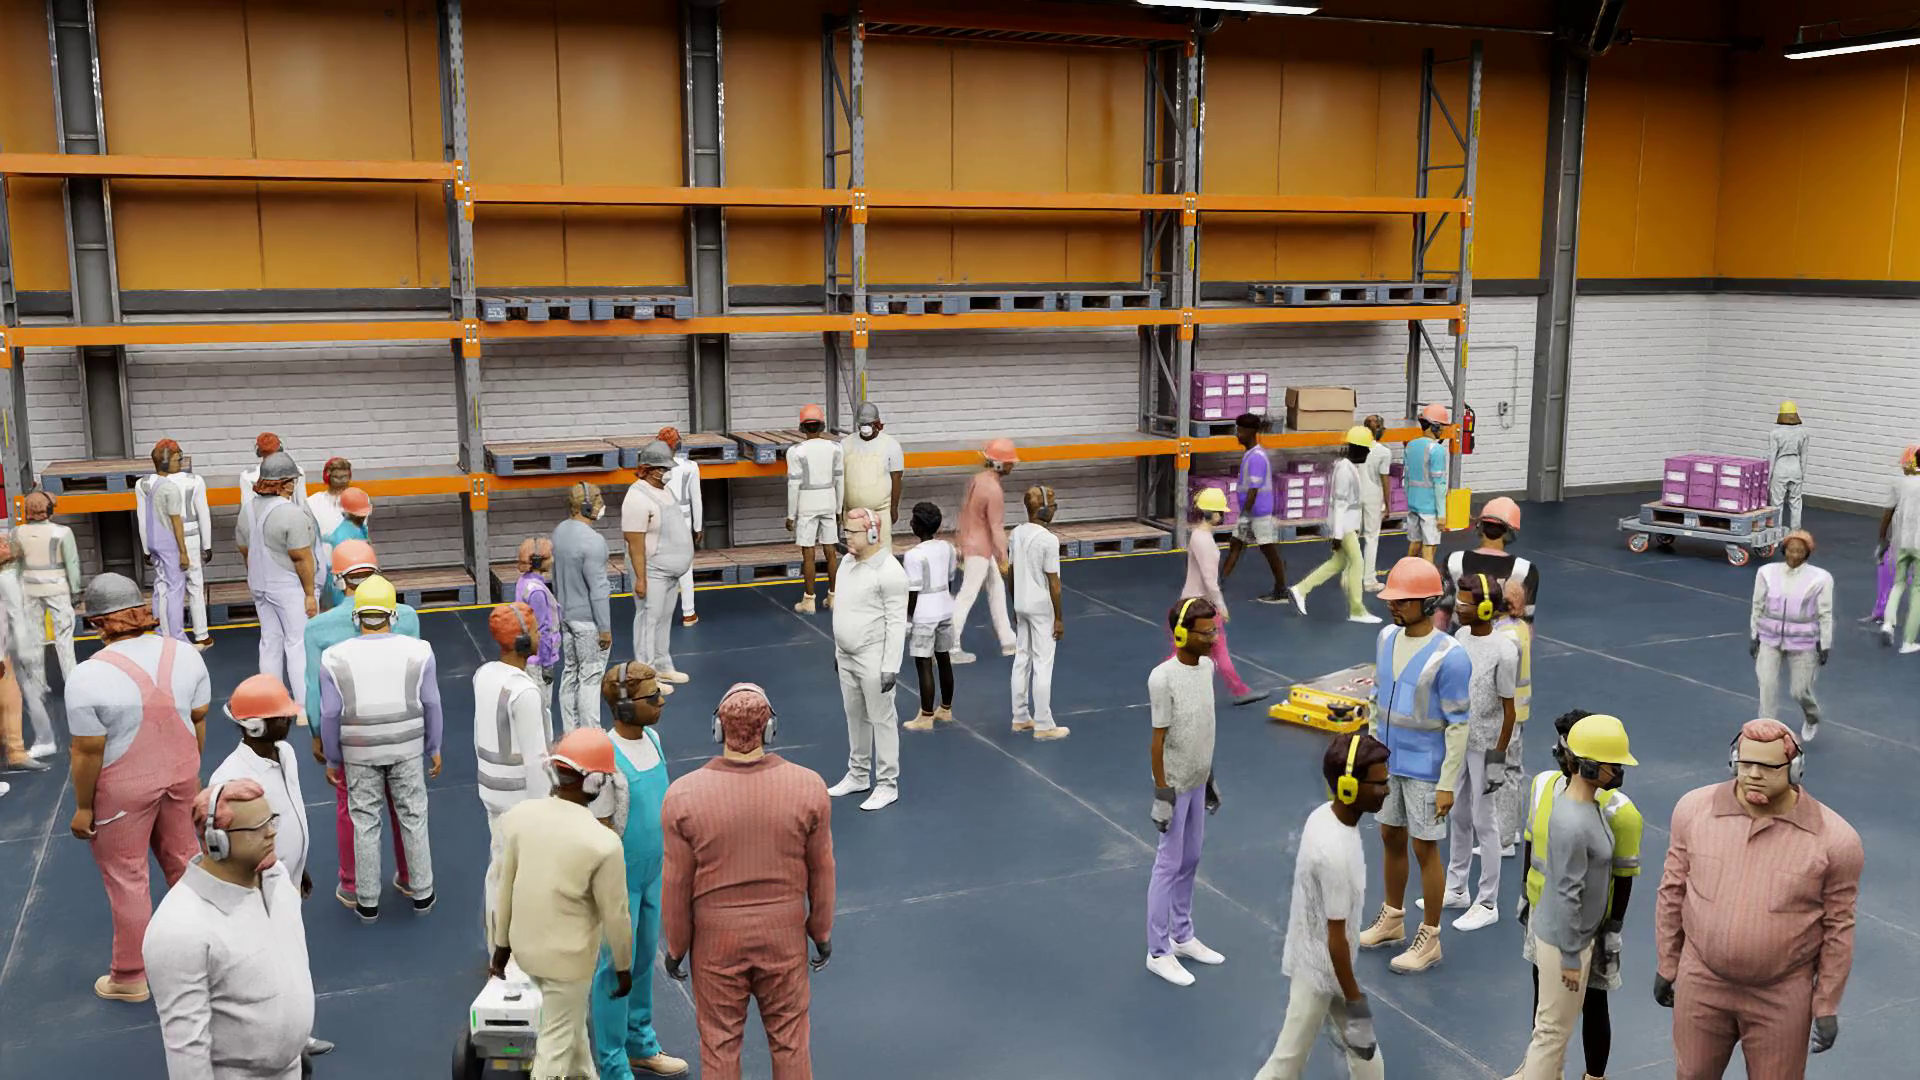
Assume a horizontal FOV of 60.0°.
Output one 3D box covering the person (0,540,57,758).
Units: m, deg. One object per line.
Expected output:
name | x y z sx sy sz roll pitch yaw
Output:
person | -6.607 0.761 11.272 0.805 1.598 0.524 -9 14 -43

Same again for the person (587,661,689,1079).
person | -1.346 1.405 6.877 0.344 1.847 0.504 3 10 17

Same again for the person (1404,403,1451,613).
person | 4.569 -0.315 16.233 0.385 2.040 0.605 -3 10 -17

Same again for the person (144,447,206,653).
person | -6.884 0.087 14.483 0.508 1.842 0.336 8 12 38

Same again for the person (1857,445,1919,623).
person | 8.924 -0.028 15.492 0.806 1.711 0.559 2 10 10

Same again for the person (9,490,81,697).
person | -7.184 0.429 13.092 0.514 1.641 0.315 0 10 -1

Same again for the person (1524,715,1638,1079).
person | 2.389 1.529 6.427 0.338 1.761 0.525 5 11 26

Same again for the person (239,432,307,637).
person | -6.198 -0.038 15.079 0.575 1.885 0.359 -7 12 -36

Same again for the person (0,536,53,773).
person | -6.526 0.748 11.008 0.698 1.723 0.552 -2 10 -11

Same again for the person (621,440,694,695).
person | -2.392 0.202 13.248 0.535 2.000 0.690 2 10 10

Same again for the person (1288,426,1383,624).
person | 3.570 -0.150 15.729 0.832 1.889 0.642 3 10 17

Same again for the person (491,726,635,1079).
person | -1.460 1.550 6.423 0.577 1.706 0.793 7 12 36

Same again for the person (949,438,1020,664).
person | 0.272 0.094 14.152 0.963 1.933 0.620 -2 10 -10

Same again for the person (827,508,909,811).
person | -0.606 0.742 10.525 0.407 1.908 0.641 -8 13 -39

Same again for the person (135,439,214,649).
person | -6.858 0.053 14.563 0.576 1.883 0.355 -3 10 -19

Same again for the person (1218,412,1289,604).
person | 2.839 -0.307 16.536 0.996 1.910 0.625 0 10 2

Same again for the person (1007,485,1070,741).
person | 0.559 0.522 11.966 0.333 1.844 0.515 -8 12 -37

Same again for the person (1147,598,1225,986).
person | 1.099 1.193 8.043 0.324 1.868 0.526 7 12 37

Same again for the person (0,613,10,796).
person | -6.384 0.738 10.514 0.597 1.916 0.371 -4 11 -22

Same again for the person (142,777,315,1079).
person | -2.206 1.668 5.182 0.400 1.913 0.643 1 10 6

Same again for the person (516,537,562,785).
person | -2.783 0.796 10.988 0.306 1.637 0.524 -4 11 -24

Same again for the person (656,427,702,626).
person | -2.705 -0.122 15.567 0.586 1.882 0.343 -1 10 -8

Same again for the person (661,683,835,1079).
person | -0.799 1.477 6.292 0.653 1.906 0.405 -2 10 -14

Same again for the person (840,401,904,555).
person | -0.929 -0.387 16.641 0.684 2.000 0.536 3 10 16

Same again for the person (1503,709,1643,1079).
person | 2.471 1.506 6.721 0.319 1.698 0.532 -6 11 -31

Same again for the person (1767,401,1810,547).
person | 9.812 -0.781 19.789 0.483 1.736 0.311 0 10 0

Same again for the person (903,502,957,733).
person | -0.232 0.561 12.165 0.321 1.699 0.529 7 12 37

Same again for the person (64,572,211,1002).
person | -3.913 1.139 7.853 0.536 2.000 0.675 6 11 29

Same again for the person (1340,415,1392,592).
person | 4.231 -0.381 17.233 0.361 1.834 0.520 -9 13 -42

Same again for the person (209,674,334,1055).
person | -2.905 1.424 7.035 0.331 1.751 0.563 0 10 1

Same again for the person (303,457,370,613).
person | -5.077 0.233 13.633 0.376 1.842 0.571 8 13 38

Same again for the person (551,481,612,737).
person | -2.594 0.556 11.502 0.353 1.937 0.635 -8 13 -39

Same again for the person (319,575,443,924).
person | -3.023 1.092 8.718 0.603 1.830 0.404 -4 11 -22

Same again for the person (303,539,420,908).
person | -3.187 0.977 8.944 0.616 1.986 0.405 -5 11 -27

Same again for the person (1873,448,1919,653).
person | 8.321 0.077 14.537 0.437 1.843 0.587 -9 13 -41

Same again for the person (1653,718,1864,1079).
person | 2.760 1.554 5.846 0.639 1.908 0.409 7 12 35

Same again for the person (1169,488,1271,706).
person | 1.943 0.471 12.576 0.844 1.728 0.536 2 10 12

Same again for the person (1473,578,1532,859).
person | 3.150 1.028 9.653 0.310 1.636 0.523 5 11 27

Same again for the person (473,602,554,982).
person | -2.078 1.221 7.826 0.337 1.882 0.584 -8 13 -38

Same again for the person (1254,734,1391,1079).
person | 1.363 1.576 5.991 0.999 1.812 0.572 3 10 16

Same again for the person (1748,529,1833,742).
person | 5.765 0.711 11.528 0.527 1.622 0.599 9 13 43

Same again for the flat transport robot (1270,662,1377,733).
flat transport robot | 3.053 1.184 12.683 1.431 0.197 0.652 -9 14 -43

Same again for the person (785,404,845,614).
person | -1.414 -0.300 16.130 0.605 2.045 0.377 -6 11 -31

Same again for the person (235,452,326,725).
person | -4.995 0.349 12.400 0.679 2.000 0.537 5 11 29

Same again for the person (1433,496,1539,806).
person | 3.228 0.738 10.332 0.626 1.999 0.935 4 11 24

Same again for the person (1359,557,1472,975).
person | 2.185 1.090 8.126 0.374 2.042 0.615 -5 11 -26

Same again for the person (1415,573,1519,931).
person | 2.660 1.088 8.653 0.328 1.866 0.513 -4 10 -20
